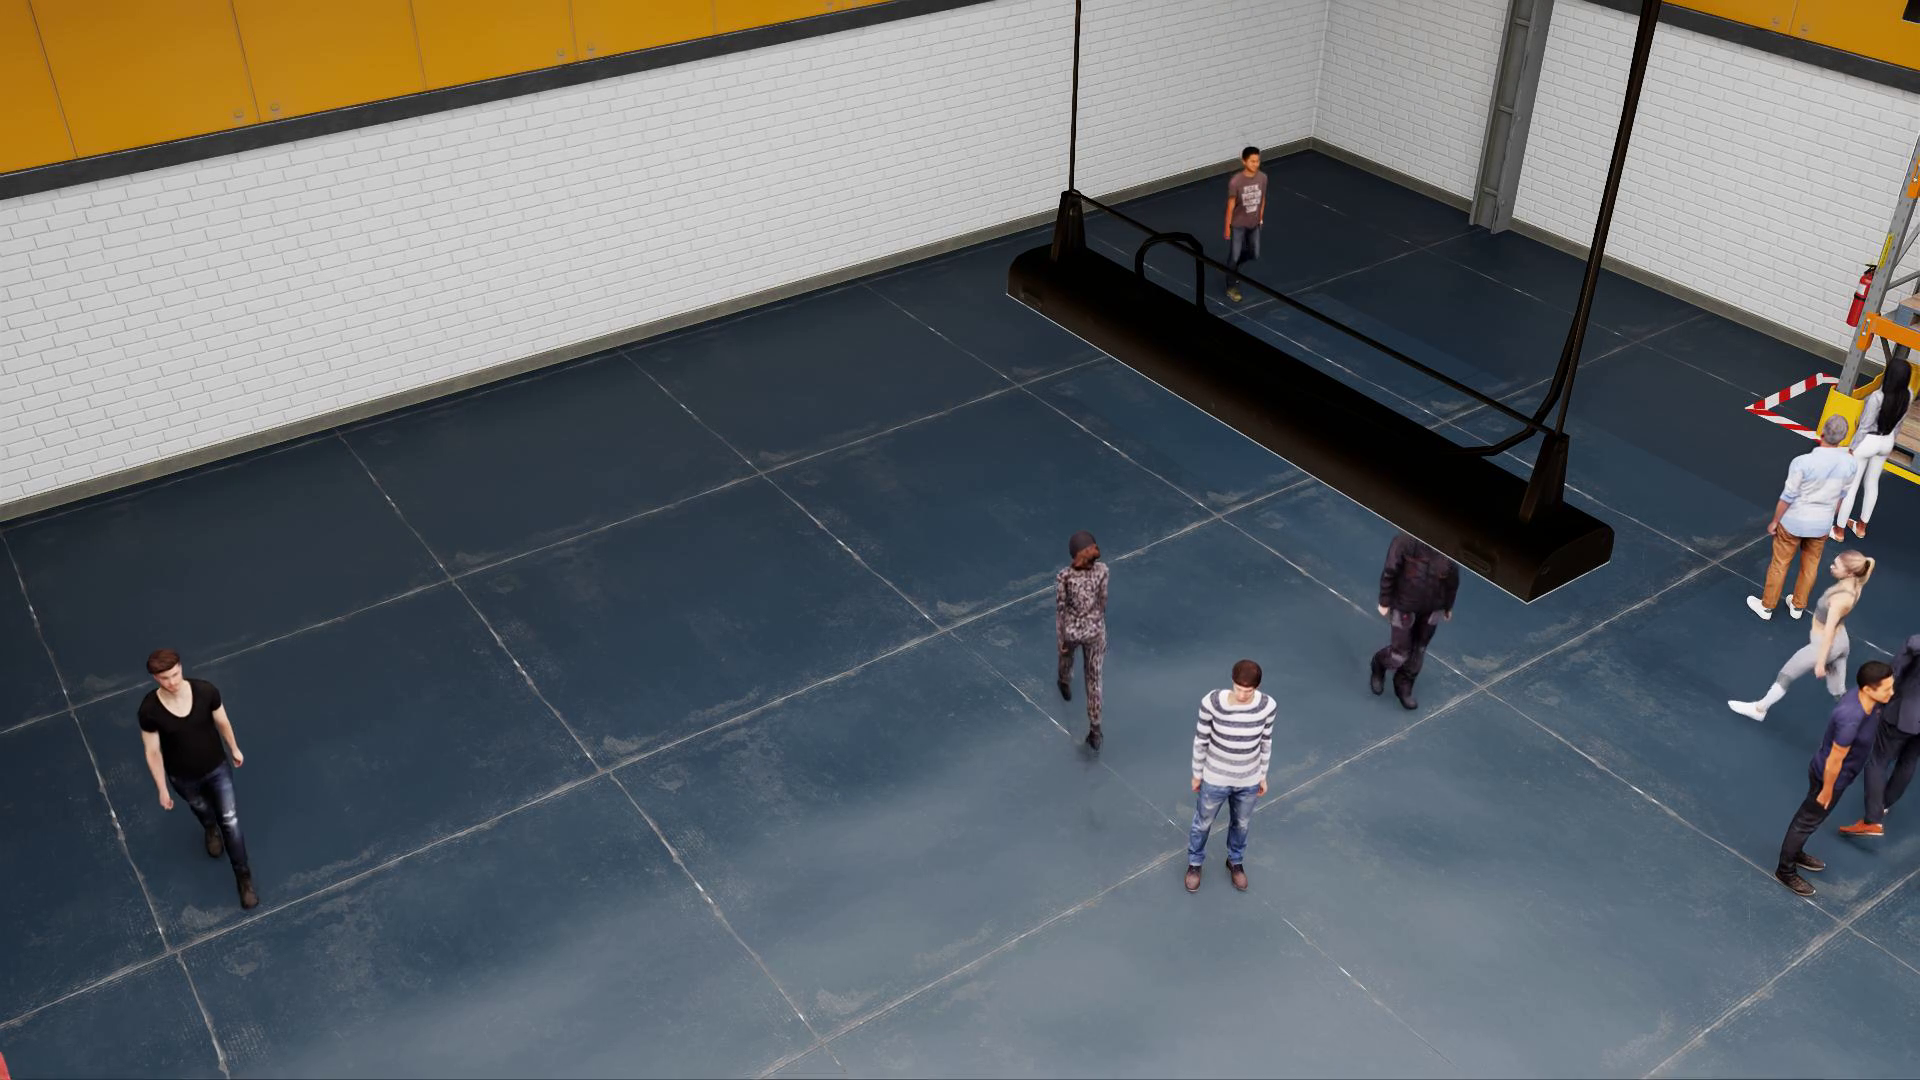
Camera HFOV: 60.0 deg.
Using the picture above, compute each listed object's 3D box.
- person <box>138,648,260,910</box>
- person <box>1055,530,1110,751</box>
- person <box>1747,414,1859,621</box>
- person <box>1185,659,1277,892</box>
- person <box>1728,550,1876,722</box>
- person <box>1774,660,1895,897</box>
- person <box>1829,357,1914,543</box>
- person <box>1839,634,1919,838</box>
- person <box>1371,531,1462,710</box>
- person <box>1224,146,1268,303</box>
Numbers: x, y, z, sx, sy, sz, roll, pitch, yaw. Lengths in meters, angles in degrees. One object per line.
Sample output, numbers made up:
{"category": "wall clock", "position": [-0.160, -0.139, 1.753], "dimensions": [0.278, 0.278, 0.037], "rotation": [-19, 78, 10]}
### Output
{"category": "person", "position": [-4.961, 1.429, 10.776], "dimensions": [0.781, 1.845, 1.267], "rotation": [-17, 37, -24]}
{"category": "person", "position": [0.910, 0.730, 11.987], "dimensions": [0.953, 1.670, 1.236], "rotation": [-4, 34, -6]}
{"category": "person", "position": [6.721, -0.169, 13.196], "dimensions": [0.770, 1.827, 0.786], "rotation": [0, 34, 0]}
{"category": "person", "position": [1.736, 1.486, 10.689], "dimensions": [0.722, 1.846, 0.735], "rotation": [0, 34, 0]}
{"category": "person", "position": [6.261, 0.823, 11.852], "dimensions": [0.682, 1.664, 1.191], "rotation": [-24, 40, -31]}
{"category": "person", "position": [5.629, 1.488, 10.735], "dimensions": [0.637, 1.793, 0.696], "rotation": [23, 40, 31]}
{"category": "person", "position": [7.784, -0.783, 14.213], "dimensions": [0.661, 1.724, 0.625], "rotation": [-8, 34, -11]}
{"category": "person", "position": [6.394, 1.228, 11.125], "dimensions": [1.003, 1.794, 1.051], "rotation": [6, 34, 9]}
{"category": "person", "position": [3.346, 0.419, 12.310], "dimensions": [0.841, 1.829, 0.854], "rotation": [-7, 34, -10]}
{"category": "person", "position": [3.076, -3.519, 18.293], "dimensions": [0.753, 1.764, 0.858], "rotation": [-10, 35, -15]}
